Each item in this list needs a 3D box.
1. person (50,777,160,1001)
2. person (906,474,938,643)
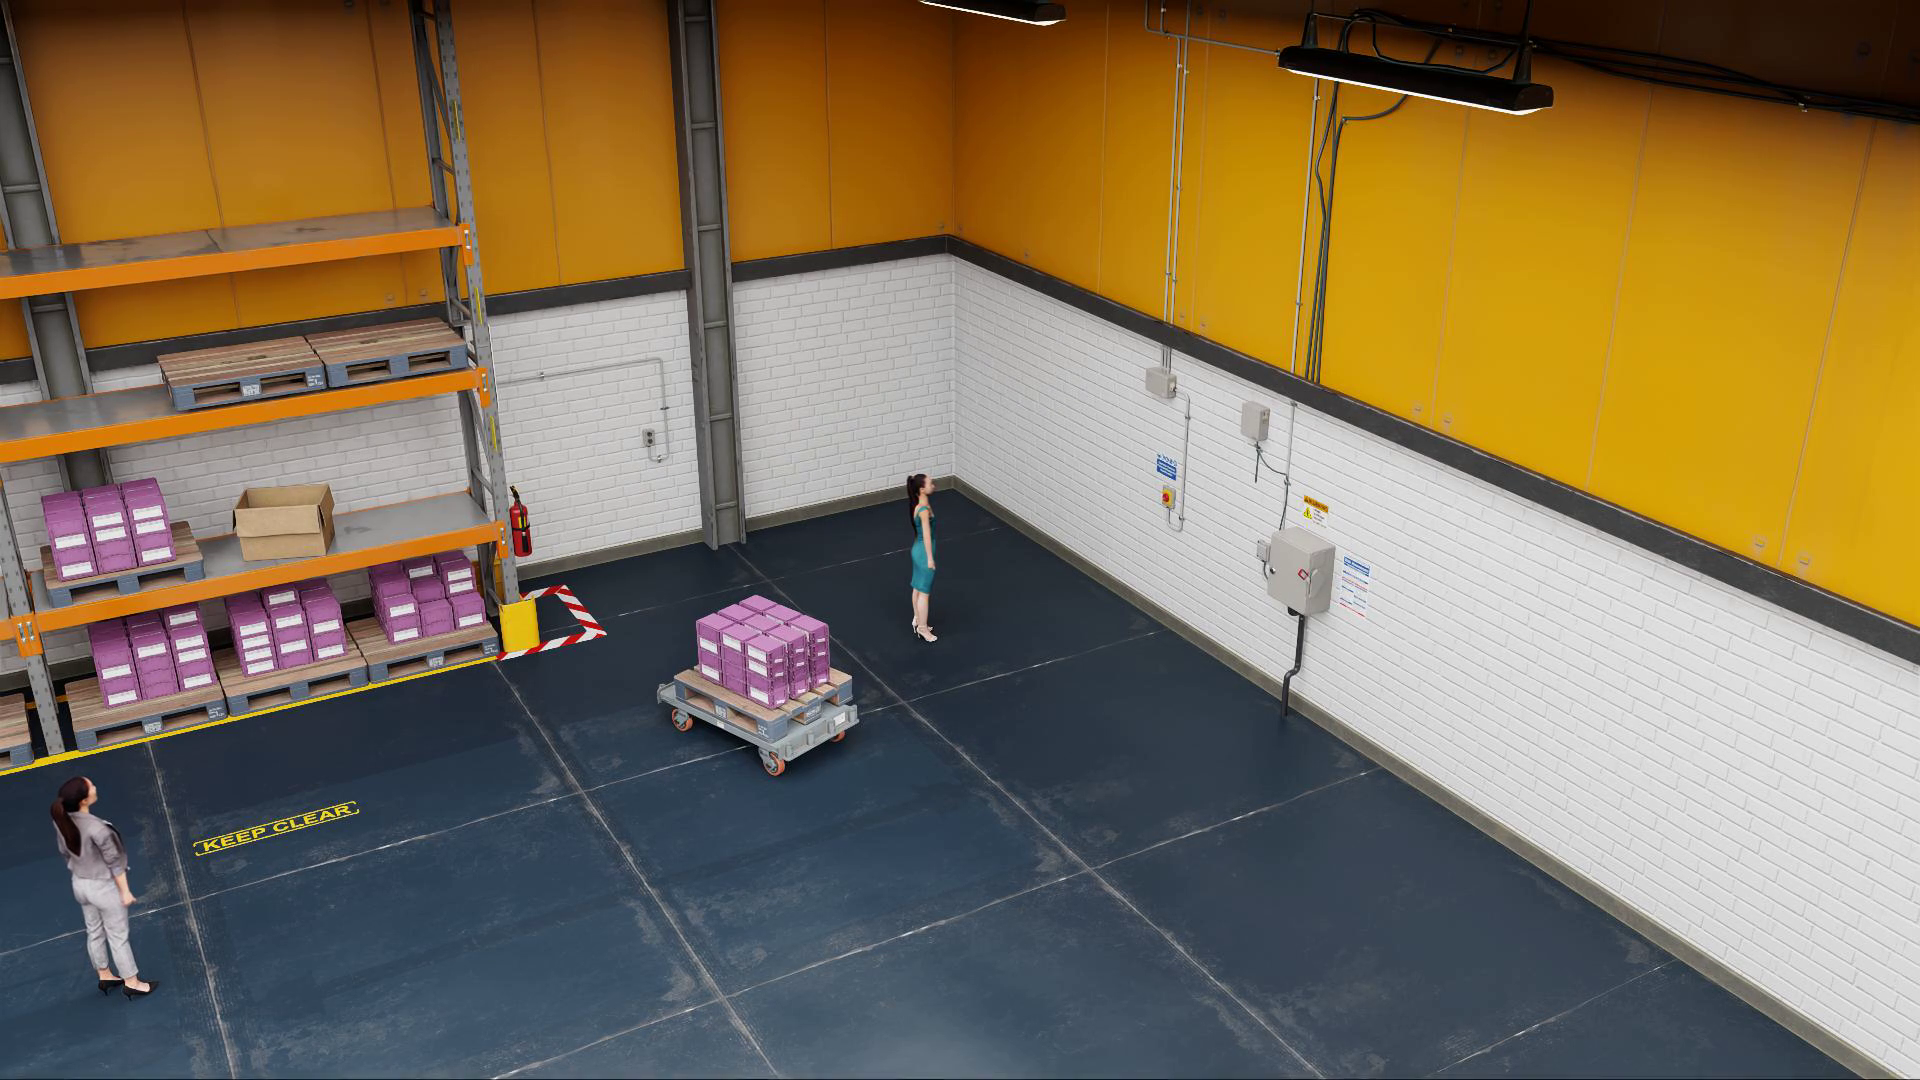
[{"bbox_3d":[-5.703,2.311,11.010,0.727,1.678,0.771,9,25,20],"label":"person"},{"bbox_3d":[-0.348,0.155,15.933,0.590,1.685,0.611,-4,24,-10],"label":"person"}]
